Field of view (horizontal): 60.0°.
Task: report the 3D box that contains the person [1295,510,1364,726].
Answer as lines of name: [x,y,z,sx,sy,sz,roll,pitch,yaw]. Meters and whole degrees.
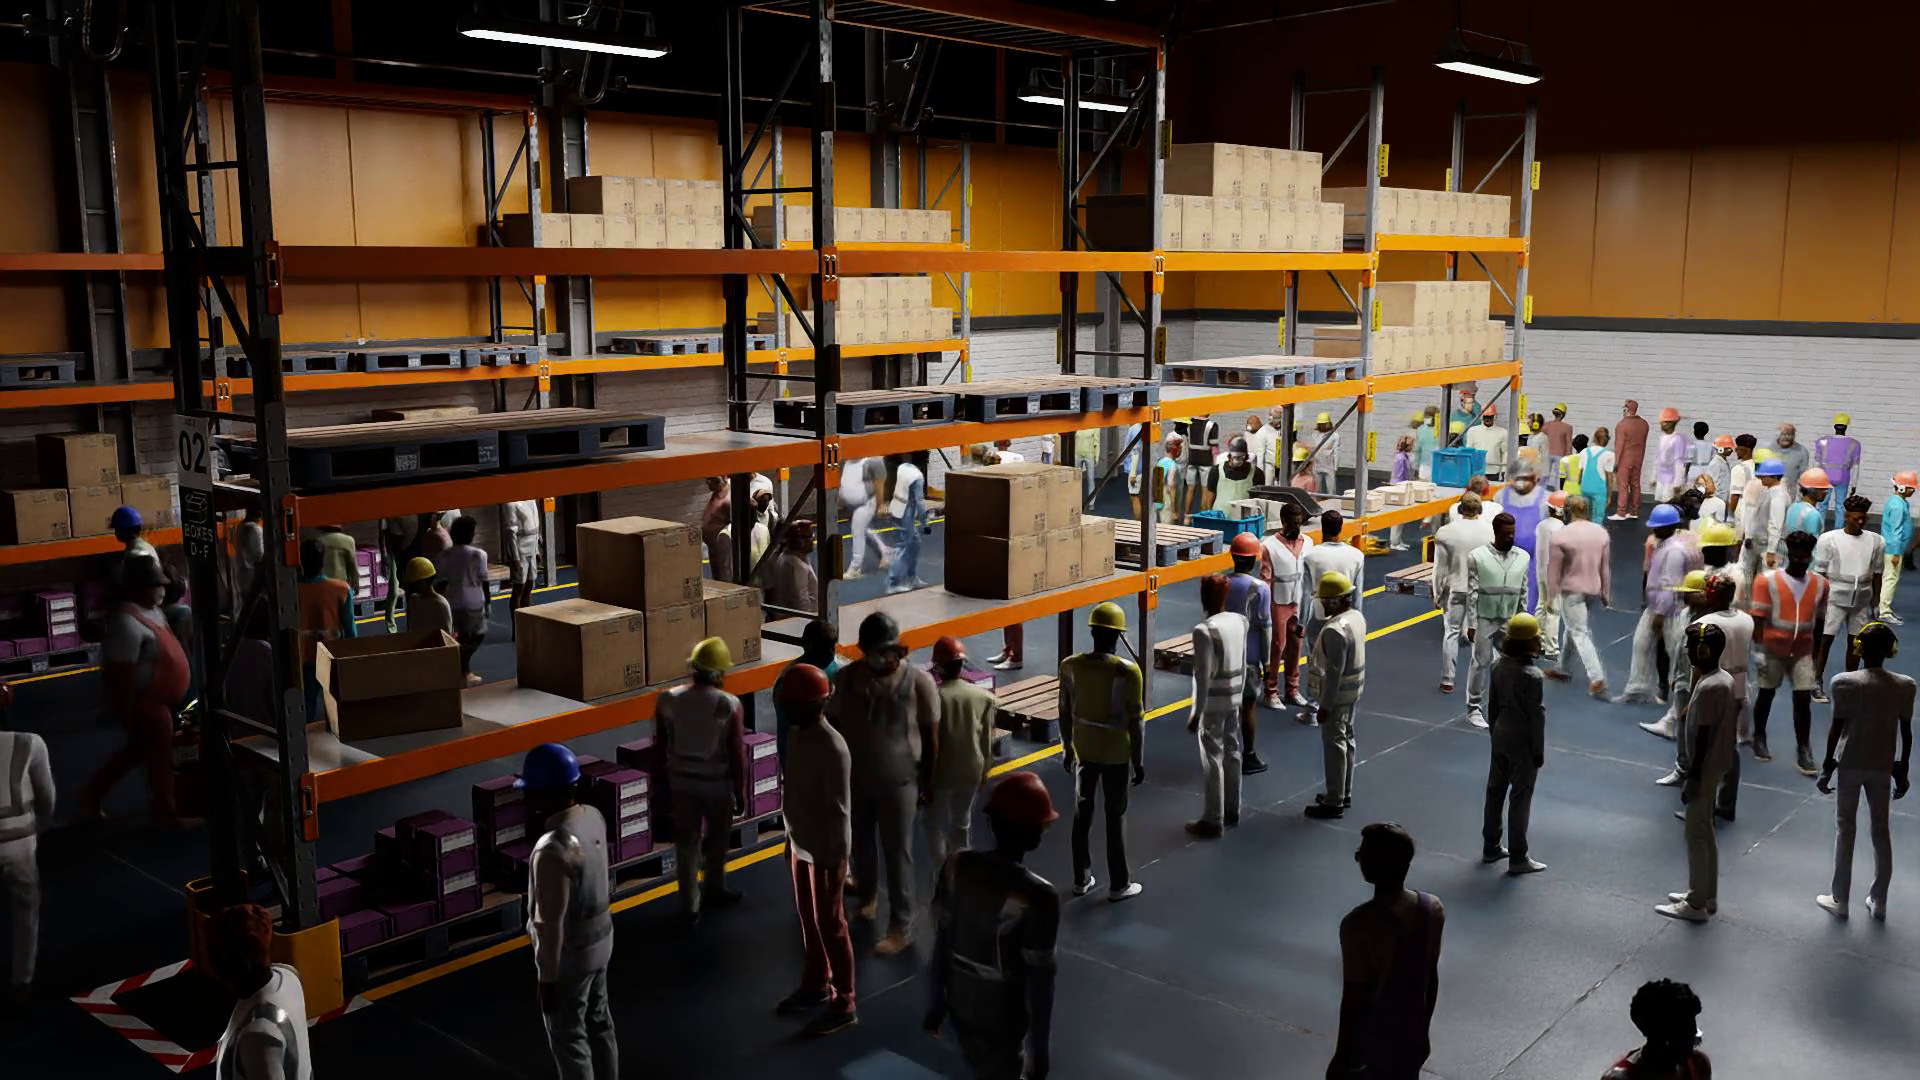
person: [3.242,0.687,14.589,0.598,1.908,0.402,-3,10,-15]

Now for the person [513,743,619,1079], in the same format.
person: [-1.777,1.856,7.521,0.419,1.938,0.611,1,10,7]

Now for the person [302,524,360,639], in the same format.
person: [-6.333,0.465,16.770,0.538,1.611,0.570,-2,10,-13]

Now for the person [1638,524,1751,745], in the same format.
person: [6.256,0.809,13.912,0.959,1.877,0.613,-1,10,-5]

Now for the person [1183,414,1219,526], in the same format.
person: [3.703,-1.193,25.452,0.619,2.028,0.408,8,12,40]

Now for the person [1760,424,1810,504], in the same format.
person: [11.204,-0.652,22.677,0.662,1.866,0.799,3,10,15]

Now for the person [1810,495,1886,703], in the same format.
person: [8.157,0.545,15.297,0.602,1.955,0.383,1,10,7]

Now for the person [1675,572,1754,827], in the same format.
person: [5.463,1.150,11.996,0.565,1.845,0.384,-5,11,-26]

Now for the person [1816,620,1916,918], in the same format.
person: [5.610,1.420,10.319,0.532,1.869,0.311,1,10,7]

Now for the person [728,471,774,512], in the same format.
person: [-2.424,-0.067,19.137,0.638,1.899,0.397,-6,11,-30]

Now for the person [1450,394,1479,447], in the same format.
person: [8.273,-1.433,27.243,0.643,1.908,0.410,-7,12,-35]

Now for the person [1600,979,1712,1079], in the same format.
person: [2.336,2.289,5.701,0.544,1.685,0.321,-6,11,-31]

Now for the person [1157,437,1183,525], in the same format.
person: [2.652,-0.407,21.335,0.389,1.835,0.569,-1,10,-6]

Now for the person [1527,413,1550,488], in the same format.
person: [8.463,-0.933,24.435,0.378,1.851,0.508,5,11,29]

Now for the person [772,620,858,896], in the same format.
person: [-0.885,1.397,10.576,0.429,1.832,0.639,9,13,43]

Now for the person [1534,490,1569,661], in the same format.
person: [6.078,0.360,16.990,0.330,1.751,0.565,-1,10,-7]

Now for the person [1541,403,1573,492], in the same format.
person: [9.826,-1.386,27.420,0.532,1.755,0.342,7,12,38]

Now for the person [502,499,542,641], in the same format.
person: [-4.657,0.128,17.856,0.372,1.929,0.543,2,10,13]

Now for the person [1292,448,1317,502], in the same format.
person: [4.216,-0.260,20.642,0.296,1.772,0.533,-4,10,-22]

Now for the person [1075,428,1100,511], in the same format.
person: [2.029,-1.350,27.181,0.526,1.762,0.339,3,10,15]

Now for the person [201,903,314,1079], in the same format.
person: [-2.428,2.163,5.831,0.354,1.886,0.573,-3,10,-16]

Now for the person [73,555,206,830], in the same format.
person: [-5.913,1.077,11.853,0.810,2.000,0.689,-3,10,-18]

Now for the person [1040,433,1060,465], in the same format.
person: [1.512,-1.413,27.342,0.395,1.835,0.562,-3,10,-19]

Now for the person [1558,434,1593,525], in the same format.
person: [8.545,-0.616,22.994,0.529,1.694,0.321,5,11,28]

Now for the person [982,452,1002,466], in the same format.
person: [0.337,-0.123,19.624,0.346,1.840,0.505,2,10,11]

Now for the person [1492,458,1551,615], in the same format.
person: [6.096,0.047,18.005,0.705,2.000,0.996,6,11,32]

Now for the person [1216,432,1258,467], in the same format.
person: [3.778,-0.560,22.439,0.652,1.765,0.998,3,10,19]

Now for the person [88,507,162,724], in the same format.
person: [-7.336,0.663,14.691,0.880,1.911,0.645,-2,10,-13]

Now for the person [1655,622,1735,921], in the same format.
person: [4.593,1.428,10.326,0.350,1.855,0.528,6,11,34]

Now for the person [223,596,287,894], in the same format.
person: [-4.479,1.315,10.740,0.638,1.937,0.357,5,11,30]

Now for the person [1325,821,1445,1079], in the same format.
person: [1.710,2.031,6.744,0.513,1.844,0.335,-5,11,-29]

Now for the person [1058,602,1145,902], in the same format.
person: [0.914,1.347,10.611,0.585,1.918,0.379,5,11,28]

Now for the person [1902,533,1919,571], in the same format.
person: [12.769,-0.502,21.682,0.855,1.911,0.555,-1,10,-7]

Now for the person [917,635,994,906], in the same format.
person: [-0.057,1.465,10.494,0.572,1.725,0.485,-3,10,-20]

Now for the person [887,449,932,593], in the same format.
person: [-0.574,-0.262,20.375,0.714,1.865,0.629,-3,10,-18]

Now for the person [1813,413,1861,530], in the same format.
person: [12.512,-0.857,23.781,0.589,1.921,0.395,5,11,29]

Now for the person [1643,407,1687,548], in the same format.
person: [10.025,-0.869,23.510,0.504,2.032,0.624,0,10,-2]

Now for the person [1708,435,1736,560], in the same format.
person: [10.244,-0.548,22.412,0.326,1.752,0.563,6,11,32]

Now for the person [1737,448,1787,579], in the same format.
person: [9.353,-0.137,19.552,0.609,1.885,0.877,-3,10,-17]

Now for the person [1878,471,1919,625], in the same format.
person: [10.543,0.082,18.701,0.352,1.738,0.573,5,11,26]

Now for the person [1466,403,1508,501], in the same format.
person: [7.782,-1.038,24.617,0.613,1.995,0.390,3,10,17]

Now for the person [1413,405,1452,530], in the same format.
person: [7.206,-1.105,25.264,0.565,1.914,0.678,-9,13,-43]

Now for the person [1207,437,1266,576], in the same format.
person: [3.266,-0.245,19.745,0.690,2.000,0.535,2,10,11]

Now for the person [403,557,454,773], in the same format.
person: [-4.224,0.991,13.251,0.516,1.752,0.376,8,13,41]

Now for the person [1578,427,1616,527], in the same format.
person: [8.661,-0.624,22.695,0.411,1.831,0.528,-8,13,-40]

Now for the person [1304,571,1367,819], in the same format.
person: [2.751,1.127,12.206,0.403,1.825,0.586,5,11,28]
